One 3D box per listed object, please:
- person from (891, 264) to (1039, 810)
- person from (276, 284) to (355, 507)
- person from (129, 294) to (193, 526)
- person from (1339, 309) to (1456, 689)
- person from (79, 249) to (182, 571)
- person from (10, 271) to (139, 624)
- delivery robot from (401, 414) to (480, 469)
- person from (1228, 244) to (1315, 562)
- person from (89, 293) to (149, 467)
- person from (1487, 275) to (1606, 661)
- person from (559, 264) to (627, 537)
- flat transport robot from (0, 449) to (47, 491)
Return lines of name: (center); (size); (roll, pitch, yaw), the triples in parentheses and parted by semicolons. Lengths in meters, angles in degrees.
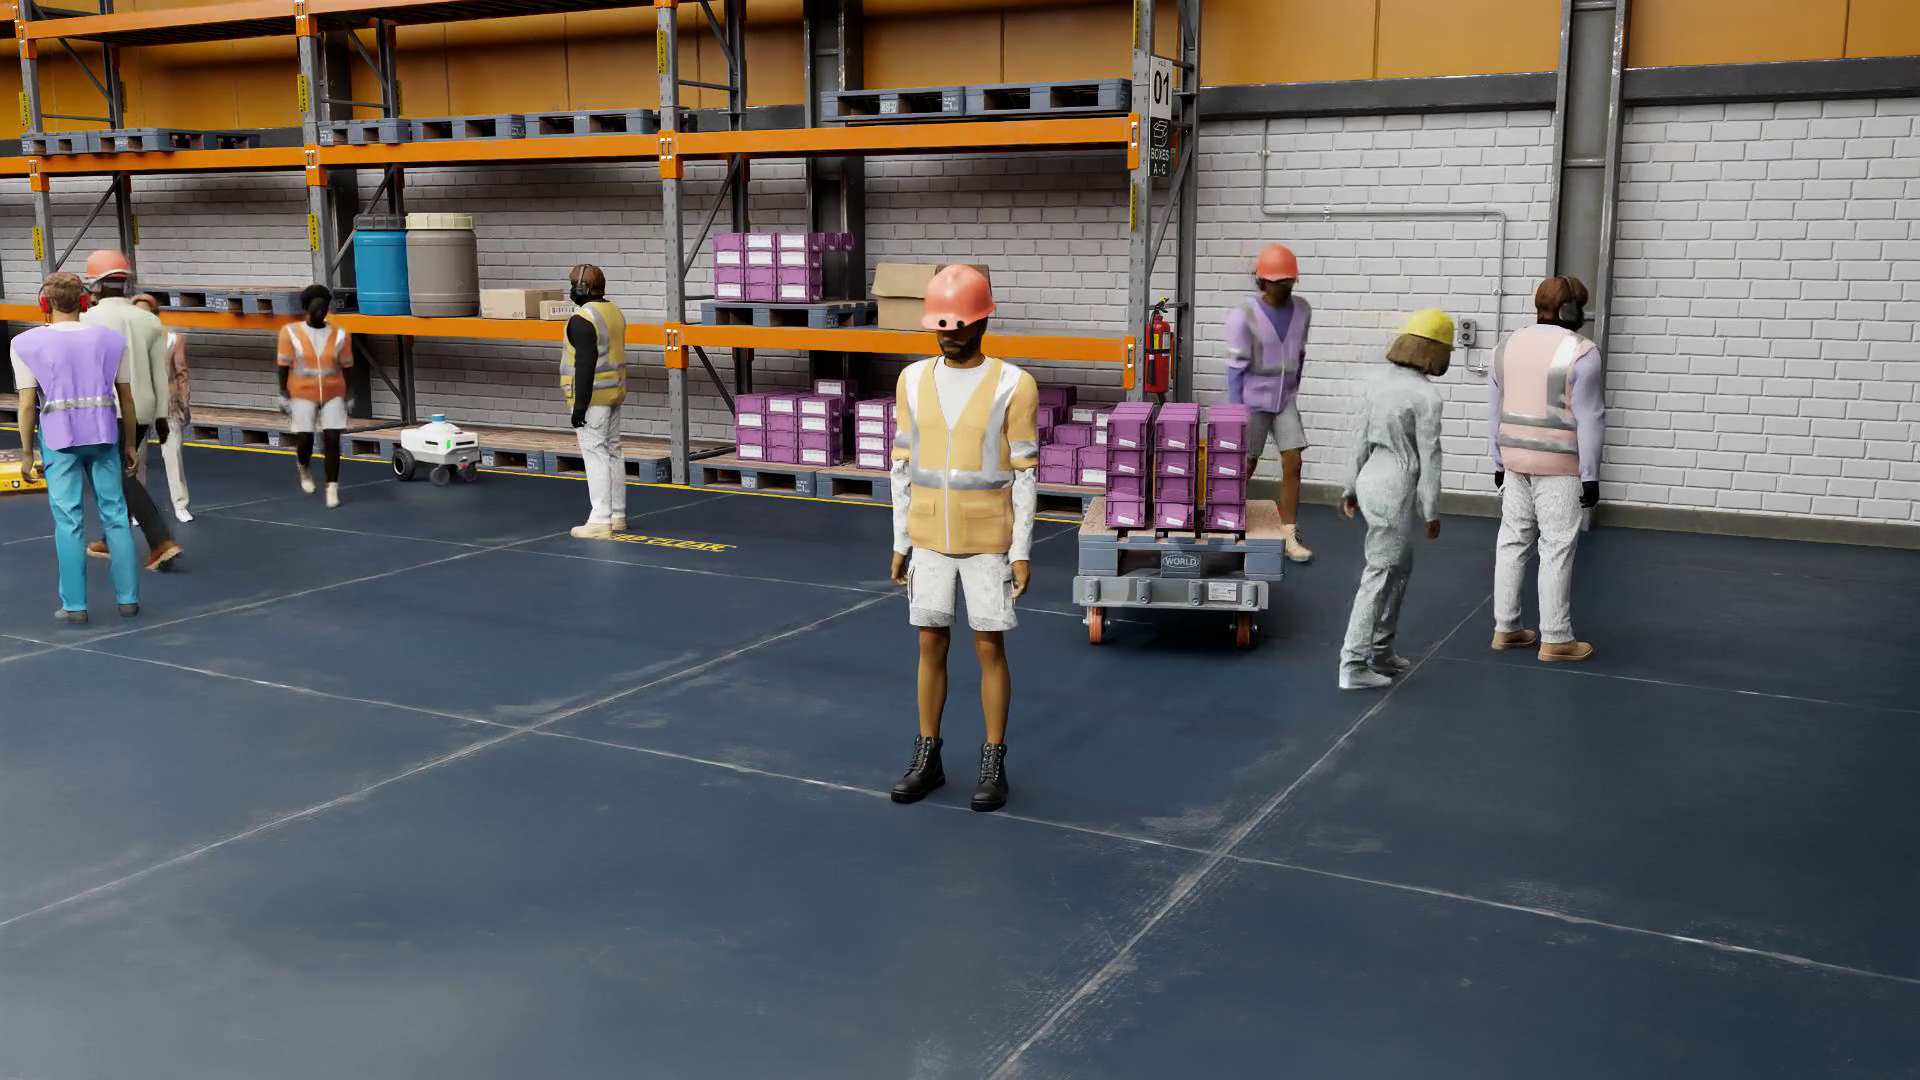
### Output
person: (0.000, 0.001, 5.880); (0.543, 1.928, 0.372); (4, 11, 19)
person: (-4.836, -1.088, 12.506); (0.562, 1.674, 0.504); (-6, 12, -29)
person: (-5.694, -0.915, 11.724); (0.512, 1.630, 0.318); (-6, 12, -29)
person: (1.972, -0.174, 7.425); (0.601, 1.704, 0.519); (-3, 11, -16)
person: (-5.128, -0.793, 10.182); (0.997, 1.957, 0.615); (5, 12, 27)
person: (-4.613, -0.478, 8.728); (0.568, 1.843, 0.374); (-9, 14, -41)
delivery robot: (-4.304, -0.799, 13.774); (0.707, 0.478, 0.477); (8, 13, 38)
person: (1.930, -0.842, 10.378); (0.646, 1.969, 0.854); (-4, 11, -22)
person: (-7.426, -1.441, 14.588); (0.498, 1.633, 0.284); (7, 12, 34)
person: (2.834, -0.345, 8.019); (0.429, 1.839, 0.633); (-6, 12, -30)
person: (-2.483, -0.940, 11.271); (0.428, 1.842, 0.631); (2, 11, 11)
flat transport robot: (-7.835, -0.587, 13.643); (0.652, 0.197, 1.431); (-7, 13, -34)
